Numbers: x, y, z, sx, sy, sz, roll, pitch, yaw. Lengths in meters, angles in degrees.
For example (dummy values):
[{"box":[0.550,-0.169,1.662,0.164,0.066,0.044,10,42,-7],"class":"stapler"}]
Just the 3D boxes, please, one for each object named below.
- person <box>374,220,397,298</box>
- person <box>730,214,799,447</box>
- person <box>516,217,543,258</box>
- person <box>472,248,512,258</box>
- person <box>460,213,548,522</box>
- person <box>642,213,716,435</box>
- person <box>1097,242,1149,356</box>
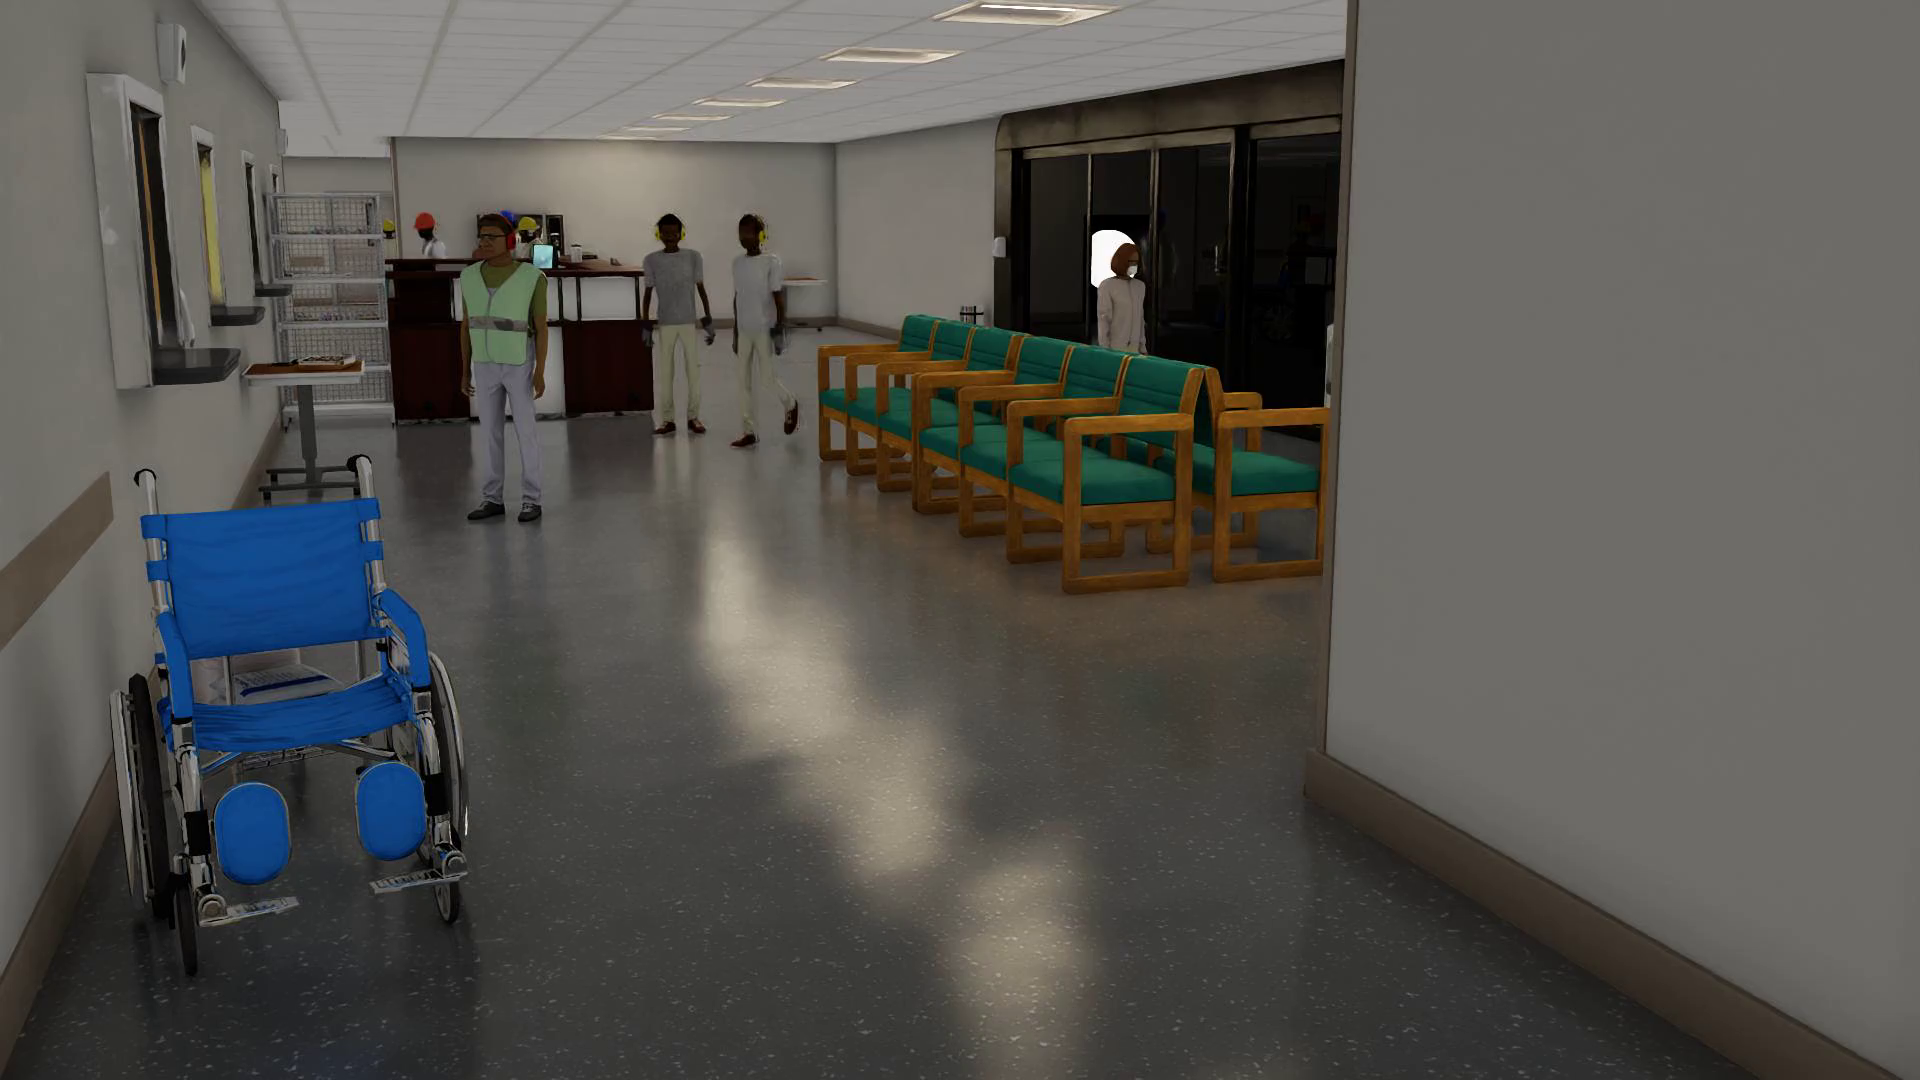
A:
[{"box":[-10.073,-4.767,29.426,0.524,1.763,0.324,-3,11,-15],"class":"person"},{"box":[-1.589,-1.685,13.405,0.505,1.846,0.705,6,13,29],"class":"person"},{"box":[-5.661,-3.354,22.029,0.403,1.823,0.595,-4,12,-20],"class":"person"},{"box":[-5.927,-3.143,21.114,0.522,1.758,0.349,0,11,1],"class":"person"},{"box":[-2.748,-1.037,10.067,0.566,1.846,0.389,2,11,12],"class":"person"},{"box":[-2.369,-1.802,13.990,0.600,1.854,0.361,-2,11,-9],"class":"person"},{"box":[1.255,-1.469,12.830,0.499,1.633,0.280,-9,14,-40],"class":"person"}]
